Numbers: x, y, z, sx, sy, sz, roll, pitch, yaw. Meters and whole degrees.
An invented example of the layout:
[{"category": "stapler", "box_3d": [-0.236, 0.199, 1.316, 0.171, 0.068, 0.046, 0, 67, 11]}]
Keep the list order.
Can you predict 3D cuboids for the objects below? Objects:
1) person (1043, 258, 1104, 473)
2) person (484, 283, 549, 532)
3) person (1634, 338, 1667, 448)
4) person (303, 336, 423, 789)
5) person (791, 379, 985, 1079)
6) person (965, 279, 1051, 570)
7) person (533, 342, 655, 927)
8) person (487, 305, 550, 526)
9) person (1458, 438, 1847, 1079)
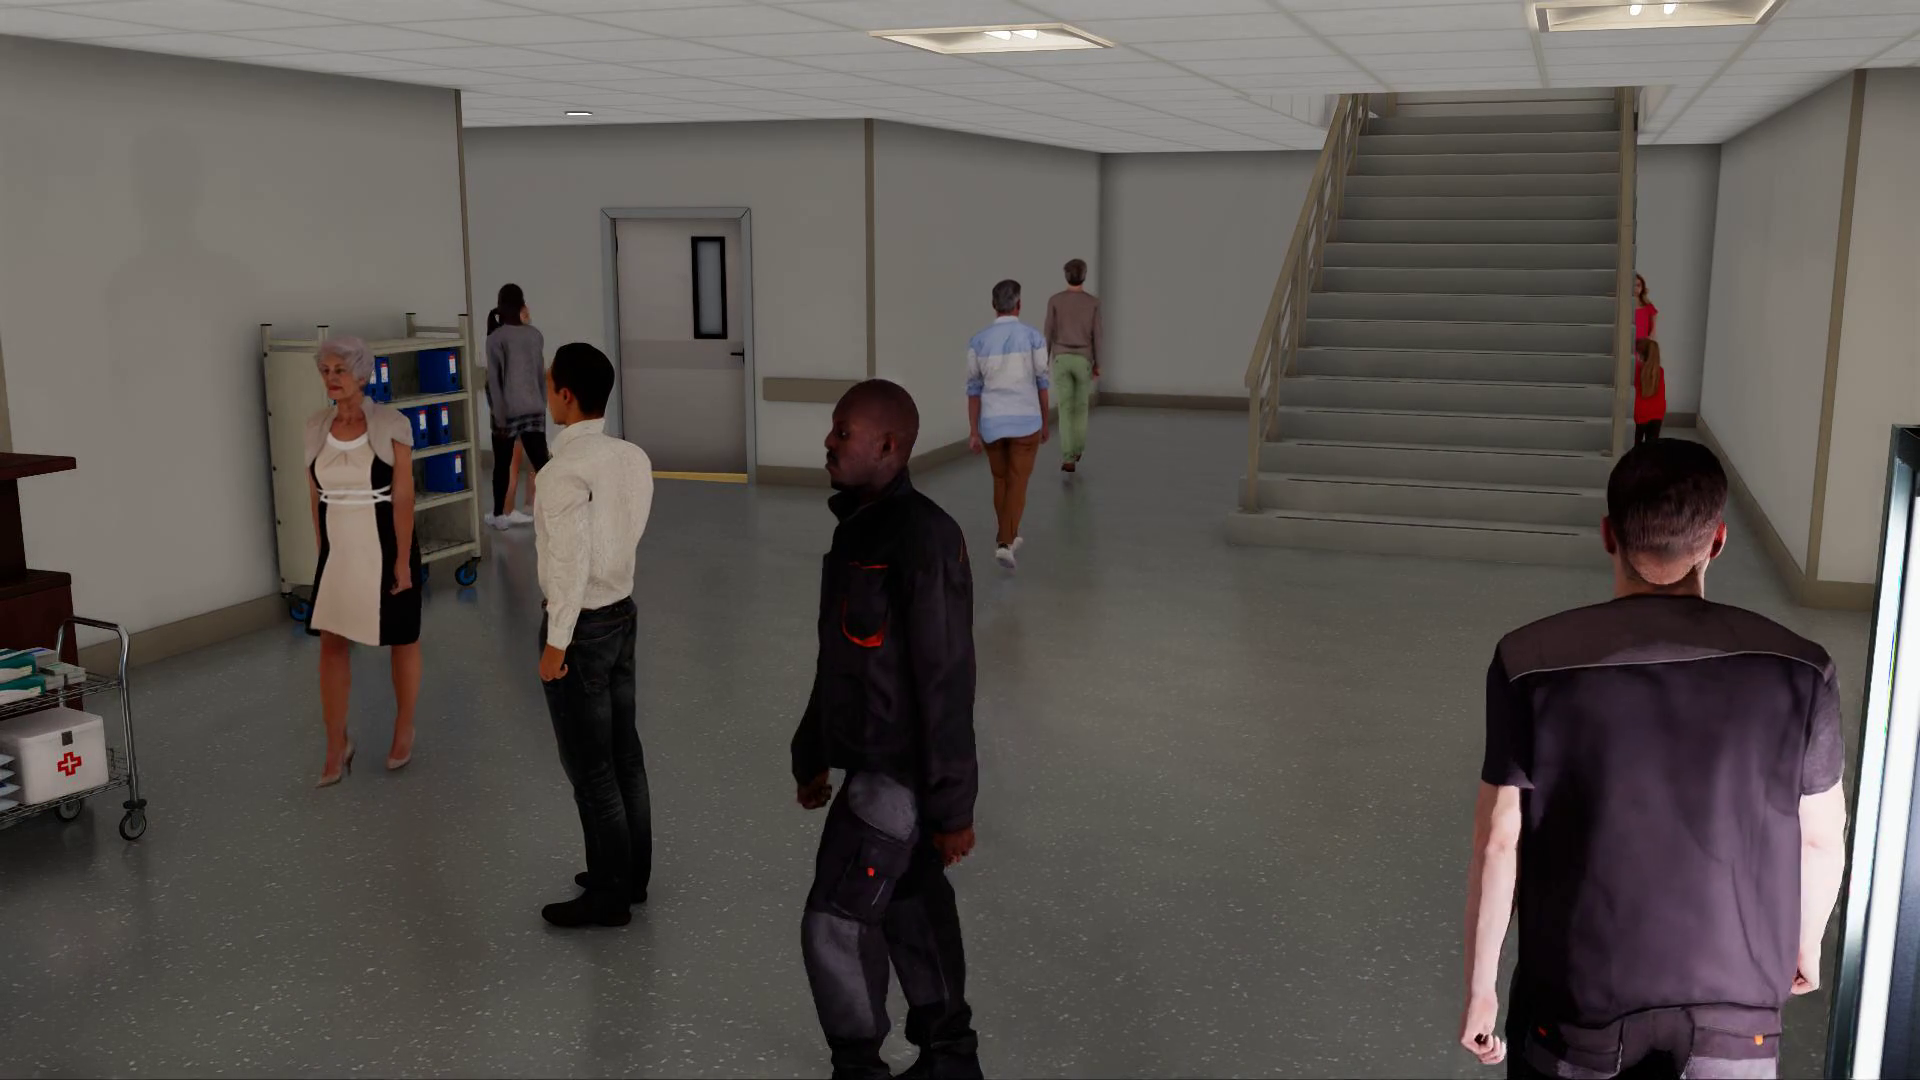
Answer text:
[{"category": "person", "box_3d": [0.974, -1.461, 14.397, 1.040, 1.818, 1.341, -1, 11, -5]}, {"category": "person", "box_3d": [-2.939, -0.828, 11.312, 1.211, 1.724, 1.058, -10, 15, -43]}, {"category": "person", "box_3d": [5.474, -0.954, 13.230, 0.714, 1.256, 0.953, 0, 11, 1]}, {"category": "person", "box_3d": [-2.284, 0.067, 6.574, 0.755, 1.732, 0.871, 0, 11, 2]}, {"category": "person", "box_3d": [-0.059, 0.525, 3.956, 1.033, 1.808, 0.974, -5, 12, -23]}, {"category": "person", "box_3d": [0.311, -0.700, 10.454, 0.712, 1.792, 1.172, 3, 11, 16]}, {"category": "person", "box_3d": [-1.137, 0.294, 5.165, 0.749, 1.811, 0.522, 3, 11, 14]}, {"category": "person", "box_3d": [-3.287, -0.905, 11.995, 0.796, 1.620, 0.684, 1, 11, 3]}, {"category": "person", "box_3d": [1.080, 0.785, 2.603, 0.761, 1.802, 1.139, 5, 12, 23]}]
